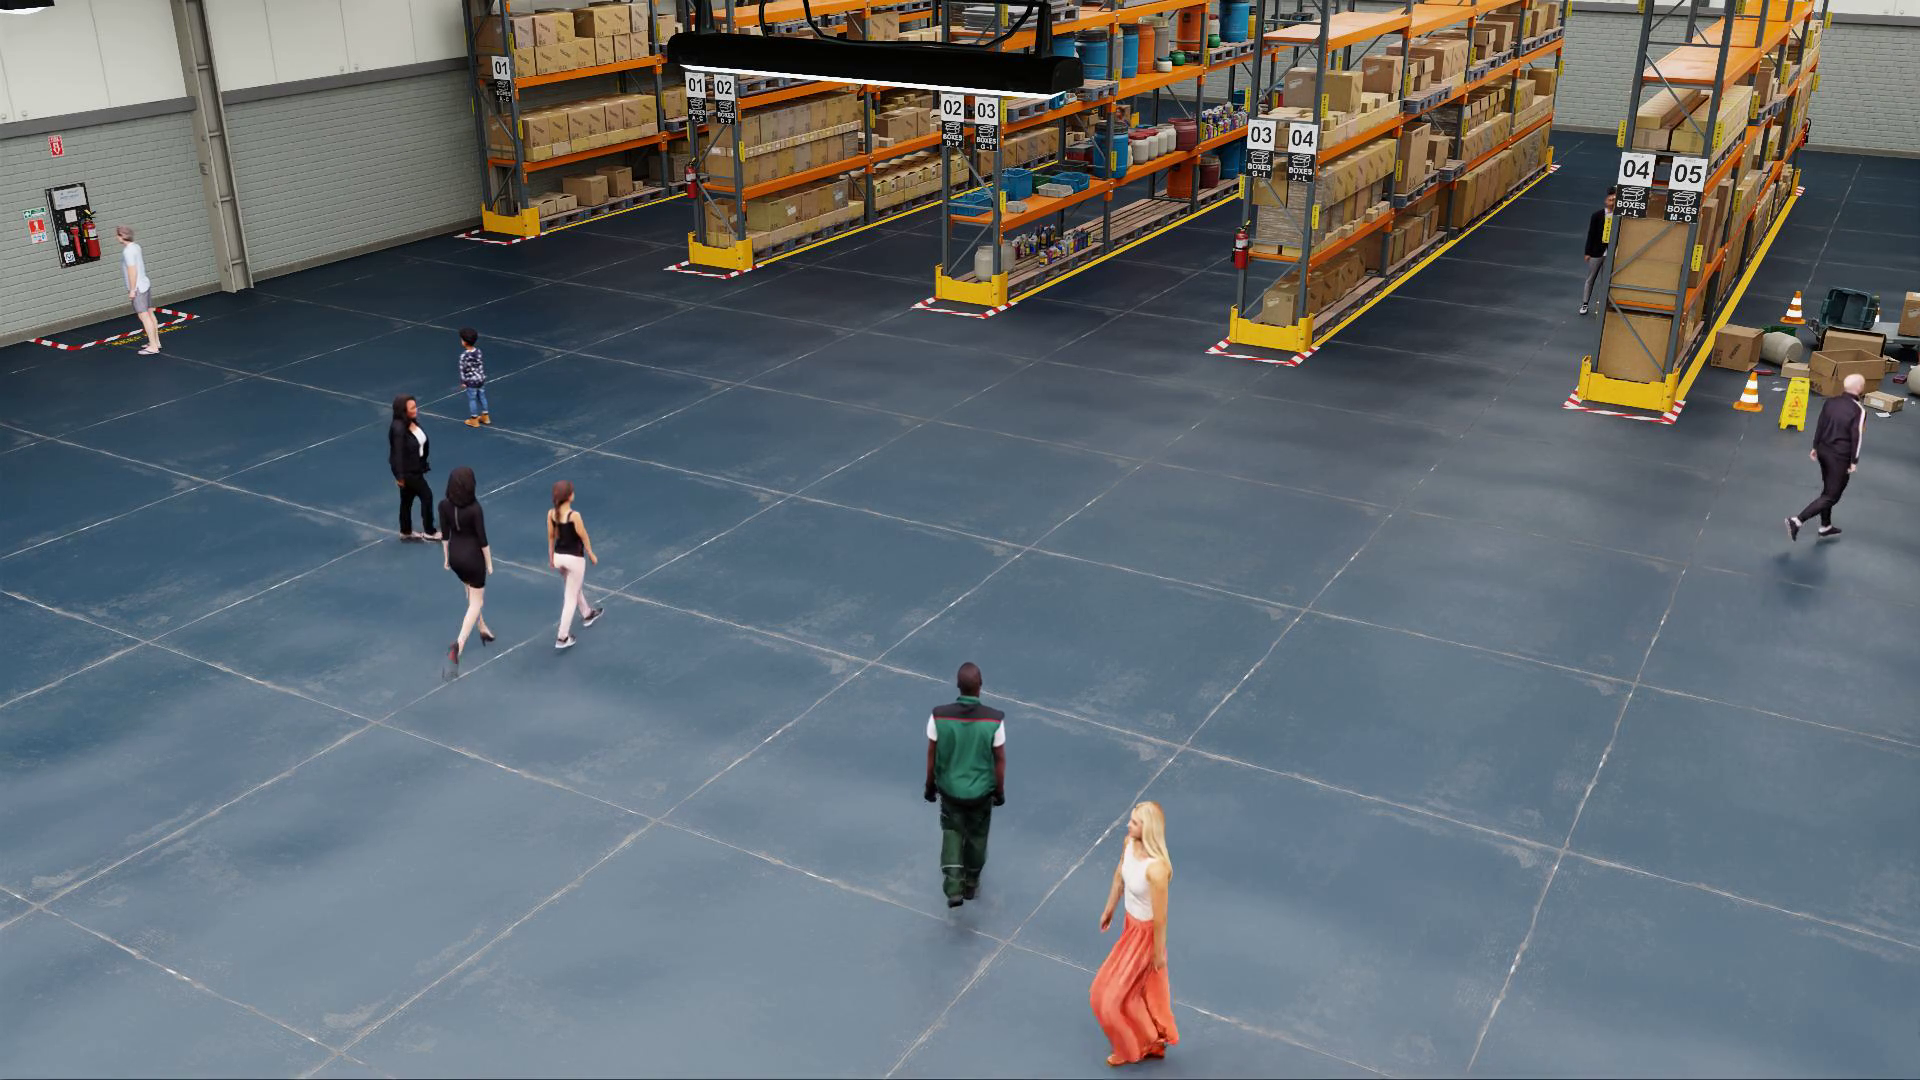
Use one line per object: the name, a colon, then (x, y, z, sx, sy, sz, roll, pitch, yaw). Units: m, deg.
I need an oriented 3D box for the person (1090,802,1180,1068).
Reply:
person: (1.158, 2.314, 9.767, 0.942, 1.787, 0.897, -4, 23, -9)

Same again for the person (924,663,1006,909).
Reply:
person: (0.029, 1.705, 11.148, 0.901, 1.828, 1.026, 3, 23, 6)

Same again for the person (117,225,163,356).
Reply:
person: (-11.612, -3.559, 23.524, 0.788, 1.830, 0.721, -5, 24, -12)

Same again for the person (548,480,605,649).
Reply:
person: (-3.549, 0.239, 14.980, 0.589, 1.526, 1.040, 11, 25, 23)

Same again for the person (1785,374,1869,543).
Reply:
person: (8.894, -0.801, 17.065, 1.201, 1.809, 1.113, -7, 24, -16)

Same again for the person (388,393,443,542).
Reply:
person: (-5.763, -0.722, 17.148, 0.935, 1.599, 0.880, -3, 23, -6)

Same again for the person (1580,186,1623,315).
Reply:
person: (9.837, -4.431, 25.409, 0.763, 1.959, 0.693, 6, 24, 14)

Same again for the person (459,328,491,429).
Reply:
person: (-6.046, -2.028, 20.665, 0.575, 1.249, 0.452, 17, 28, 34)

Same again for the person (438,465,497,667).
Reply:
person: (-4.366, 0.265, 14.599, 0.749, 1.777, 1.123, 8, 24, 17)

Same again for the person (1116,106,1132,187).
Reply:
person: (3.372, -8.257, 34.838, 0.599, 1.622, 0.617, -19, 30, -38)
